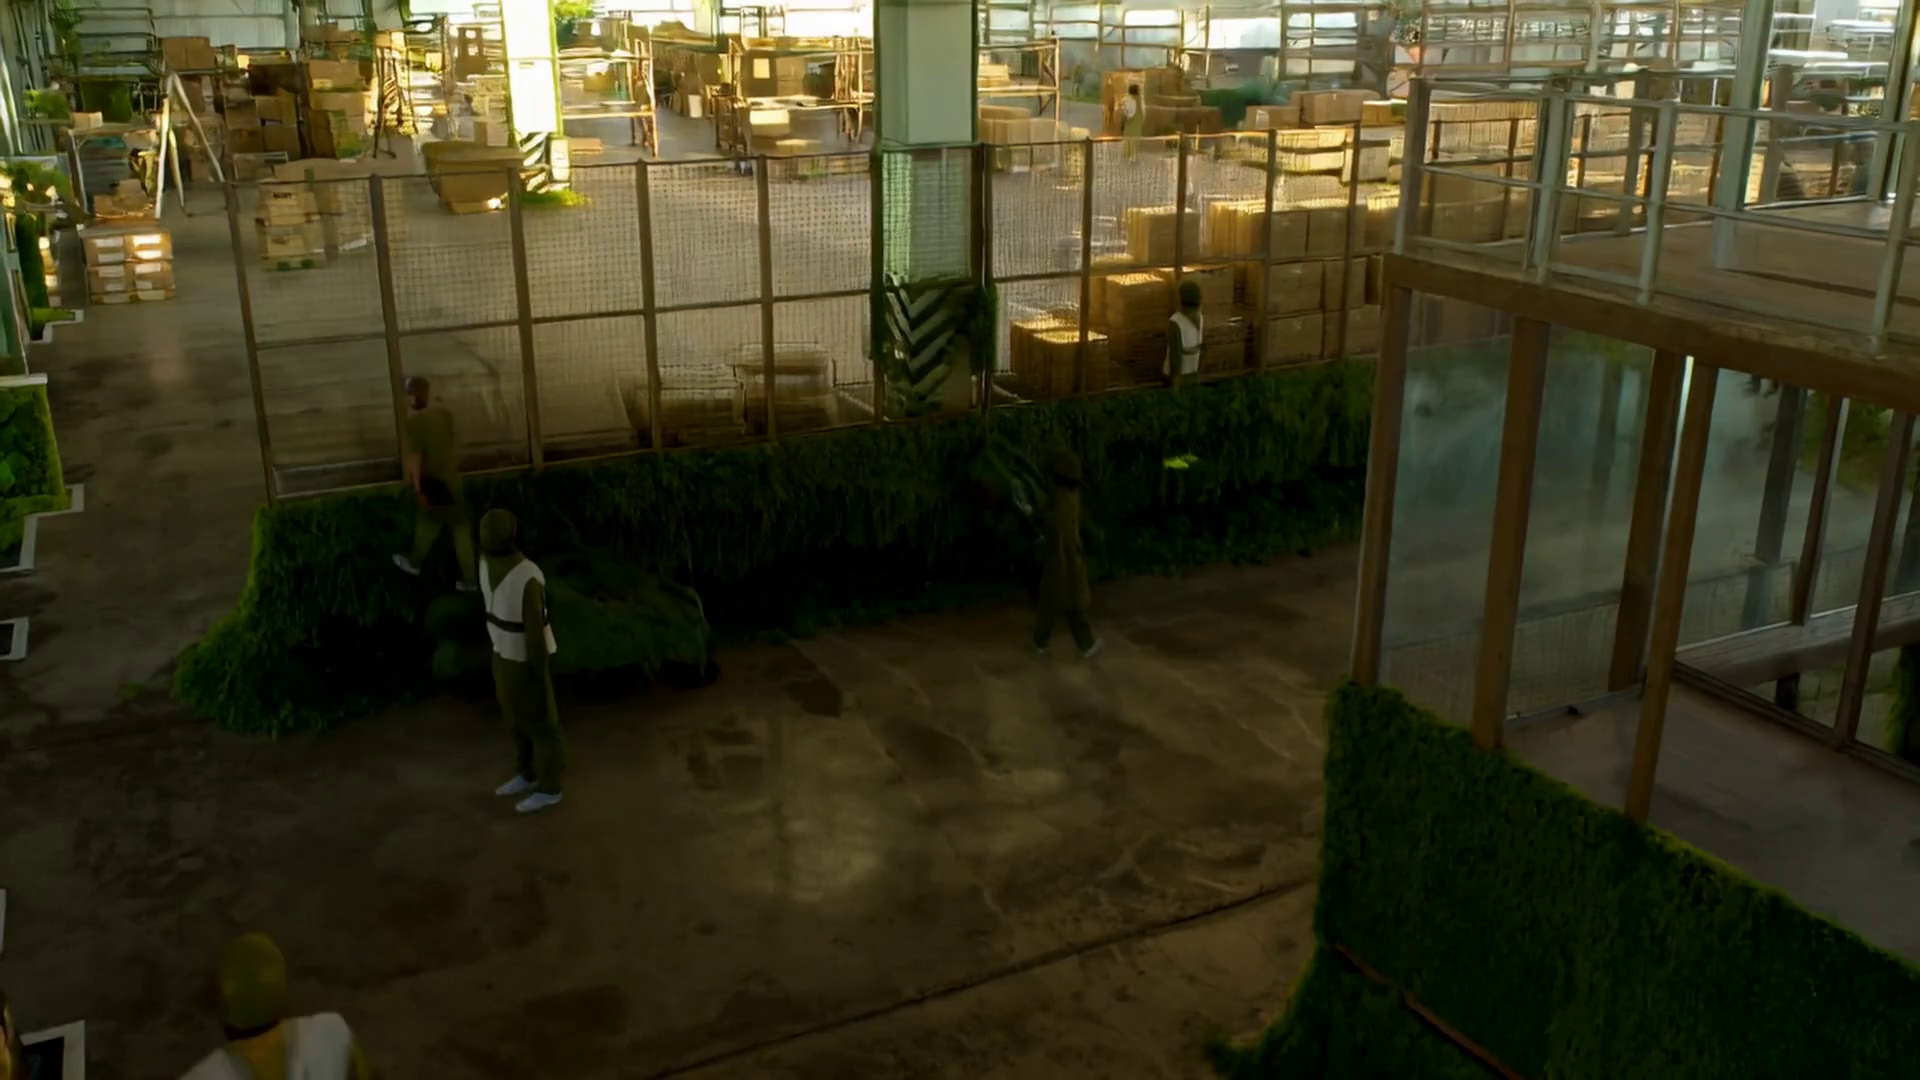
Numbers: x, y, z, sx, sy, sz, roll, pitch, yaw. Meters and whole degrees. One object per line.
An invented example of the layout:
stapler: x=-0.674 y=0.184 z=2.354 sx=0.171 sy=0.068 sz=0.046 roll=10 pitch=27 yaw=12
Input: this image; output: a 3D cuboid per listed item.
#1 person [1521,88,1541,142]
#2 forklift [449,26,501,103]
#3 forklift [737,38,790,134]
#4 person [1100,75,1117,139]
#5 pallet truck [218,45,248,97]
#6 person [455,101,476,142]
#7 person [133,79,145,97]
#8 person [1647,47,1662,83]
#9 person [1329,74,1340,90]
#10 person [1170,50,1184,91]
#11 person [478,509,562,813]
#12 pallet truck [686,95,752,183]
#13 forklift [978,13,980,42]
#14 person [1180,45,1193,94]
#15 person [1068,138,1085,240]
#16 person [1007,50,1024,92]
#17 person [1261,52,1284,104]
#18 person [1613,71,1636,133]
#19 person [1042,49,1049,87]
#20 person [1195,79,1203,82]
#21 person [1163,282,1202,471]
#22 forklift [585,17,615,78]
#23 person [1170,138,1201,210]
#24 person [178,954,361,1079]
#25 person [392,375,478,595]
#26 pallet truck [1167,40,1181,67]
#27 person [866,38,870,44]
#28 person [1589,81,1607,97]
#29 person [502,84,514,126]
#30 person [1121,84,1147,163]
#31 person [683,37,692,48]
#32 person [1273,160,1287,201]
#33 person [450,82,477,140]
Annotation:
person: x=14.843 y=-10.703 z=43.076 sx=0.617 sy=1.964 sz=0.361 roll=5 pitch=20 yaw=15
forklift: x=-18.105 y=-17.681 z=61.924 sx=1.873 sy=2.768 sz=1.129 roll=13 pitch=23 yaw=33
forklift: x=-6.117 y=-14.100 z=51.543 sx=1.129 sy=2.768 sz=1.873 roll=-9 pitch=21 yaw=-25
person: x=4.440 y=-12.938 z=49.725 sx=0.522 sy=1.858 sz=0.320 roll=14 pitch=23 yaw=34
pallet truck: x=-28.879 y=-18.665 z=66.111 sx=0.823 sy=1.965 sz=1.885 roll=-3 pitch=19 yaw=-9
person: x=-11.689 y=-9.382 z=39.304 sx=0.370 sy=1.926 sz=0.594 roll=10 pitch=21 yaw=27
person: x=-25.352 y=-13.405 z=51.416 sx=0.527 sy=1.630 sz=0.321 roll=6 pitch=20 yaw=17
person: x=28.990 y=-19.687 z=69.436 sx=0.375 sy=1.753 sz=0.588 roll=-12 pitch=22 yaw=-30
person: x=12.127 y=-14.289 z=53.982 sx=0.314 sy=1.629 sz=0.508 roll=-9 pitch=21 yaw=-24
person: x=8.883 y=-19.331 z=68.569 sx=0.841 sy=1.655 sz=0.538 roll=8 pitch=21 yaw=22
person: x=-2.666 y=0.710 z=10.086 sx=0.585 sy=1.911 sz=0.390 roll=18 pitch=26 yaw=42
pallet truck: x=-5.836 y=-9.608 z=39.856 sx=0.823 sy=1.965 sz=1.885 roll=10 pitch=22 yaw=27
forklift: x=0.467 y=-23.483 z=78.744 sx=1.129 sy=2.768 sz=1.873 roll=-10 pitch=21 yaw=-26
person: x=9.153 y=-19.060 z=67.407 sx=0.559 sy=1.909 sz=0.653 roll=1 pitch=19 yaw=4
person: x=2.272 y=-6.629 z=31.412 sx=0.354 sy=1.876 sz=0.574 roll=-15 pitch=24 yaw=-37
person: x=2.237 y=-19.019 z=67.231 sx=0.877 sy=1.952 sz=0.643 roll=9 pitch=21 yaw=24
person: x=11.820 y=-17.385 z=62.553 sx=0.970 sy=1.892 sz=0.638 roll=4 pitch=20 yaw=12
person: x=20.377 y=-13.406 z=51.024 sx=0.650 sy=1.893 sz=0.622 roll=2 pitch=19 yaw=5
person: x=3.498 y=-19.561 z=69.158 sx=0.321 sy=1.697 sz=0.530 roll=12 pitch=22 yaw=31
person: x=10.724 y=-21.379 z=74.253 sx=0.455 sy=1.818 sz=0.695 roll=-12 pitch=22 yaw=-31
person: x=2.283 y=-1.686 z=17.006 sx=0.392 sy=1.922 sz=0.592 roll=11 pitch=22 yaw=29
forklift: x=-15.443 y=-21.475 z=72.921 sx=1.873 sy=2.768 sz=1.129 roll=-11 pitch=22 yaw=-28
person: x=4.229 y=-6.567 z=31.132 sx=0.640 sy=1.932 sz=0.440 roll=10 pitch=22 yaw=27
person: x=-2.405 y=2.221 z=5.841 sx=0.628 sy=1.809 sz=0.813 roll=-13 pitch=23 yaw=-33
person: x=-4.358 y=-0.475 z=13.660 sx=1.013 sy=1.808 sz=0.533 roll=14 pitch=24 yaw=36
pallet truck: x=9.045 y=-19.971 z=69.895 sx=0.823 sy=1.965 sz=1.885 roll=-3 pitch=19 yaw=-8
person: x=-4.102 y=-21.417 z=74.190 sx=0.563 sy=1.927 sz=0.650 roll=17 pitch=25 yaw=40
person: x=19.936 y=-13.640 z=52.022 sx=0.523 sy=1.679 sz=0.715 roll=13 pitch=23 yaw=34
person: x=-12.602 y=-11.948 z=46.964 sx=0.605 sy=1.809 sz=0.936 roll=7 pitch=20 yaw=19
person: x=4.530 y=-10.962 z=43.714 sx=0.690 sy=2.000 sz=0.537 roll=-11 pitch=22 yaw=-28
person: x=-12.256 y=-21.521 z=74.481 sx=0.544 sy=1.938 sz=0.356 roll=-5 pitch=20 yaw=-14
person: x=5.276 y=-5.409 z=27.854 sx=0.355 sy=1.885 sz=0.575 roll=1 pitch=19 yaw=3
person: x=-13.944 y=-11.866 z=46.582 sx=0.769 sy=1.886 sz=0.655 roll=-18 pitch=26 yaw=-41
